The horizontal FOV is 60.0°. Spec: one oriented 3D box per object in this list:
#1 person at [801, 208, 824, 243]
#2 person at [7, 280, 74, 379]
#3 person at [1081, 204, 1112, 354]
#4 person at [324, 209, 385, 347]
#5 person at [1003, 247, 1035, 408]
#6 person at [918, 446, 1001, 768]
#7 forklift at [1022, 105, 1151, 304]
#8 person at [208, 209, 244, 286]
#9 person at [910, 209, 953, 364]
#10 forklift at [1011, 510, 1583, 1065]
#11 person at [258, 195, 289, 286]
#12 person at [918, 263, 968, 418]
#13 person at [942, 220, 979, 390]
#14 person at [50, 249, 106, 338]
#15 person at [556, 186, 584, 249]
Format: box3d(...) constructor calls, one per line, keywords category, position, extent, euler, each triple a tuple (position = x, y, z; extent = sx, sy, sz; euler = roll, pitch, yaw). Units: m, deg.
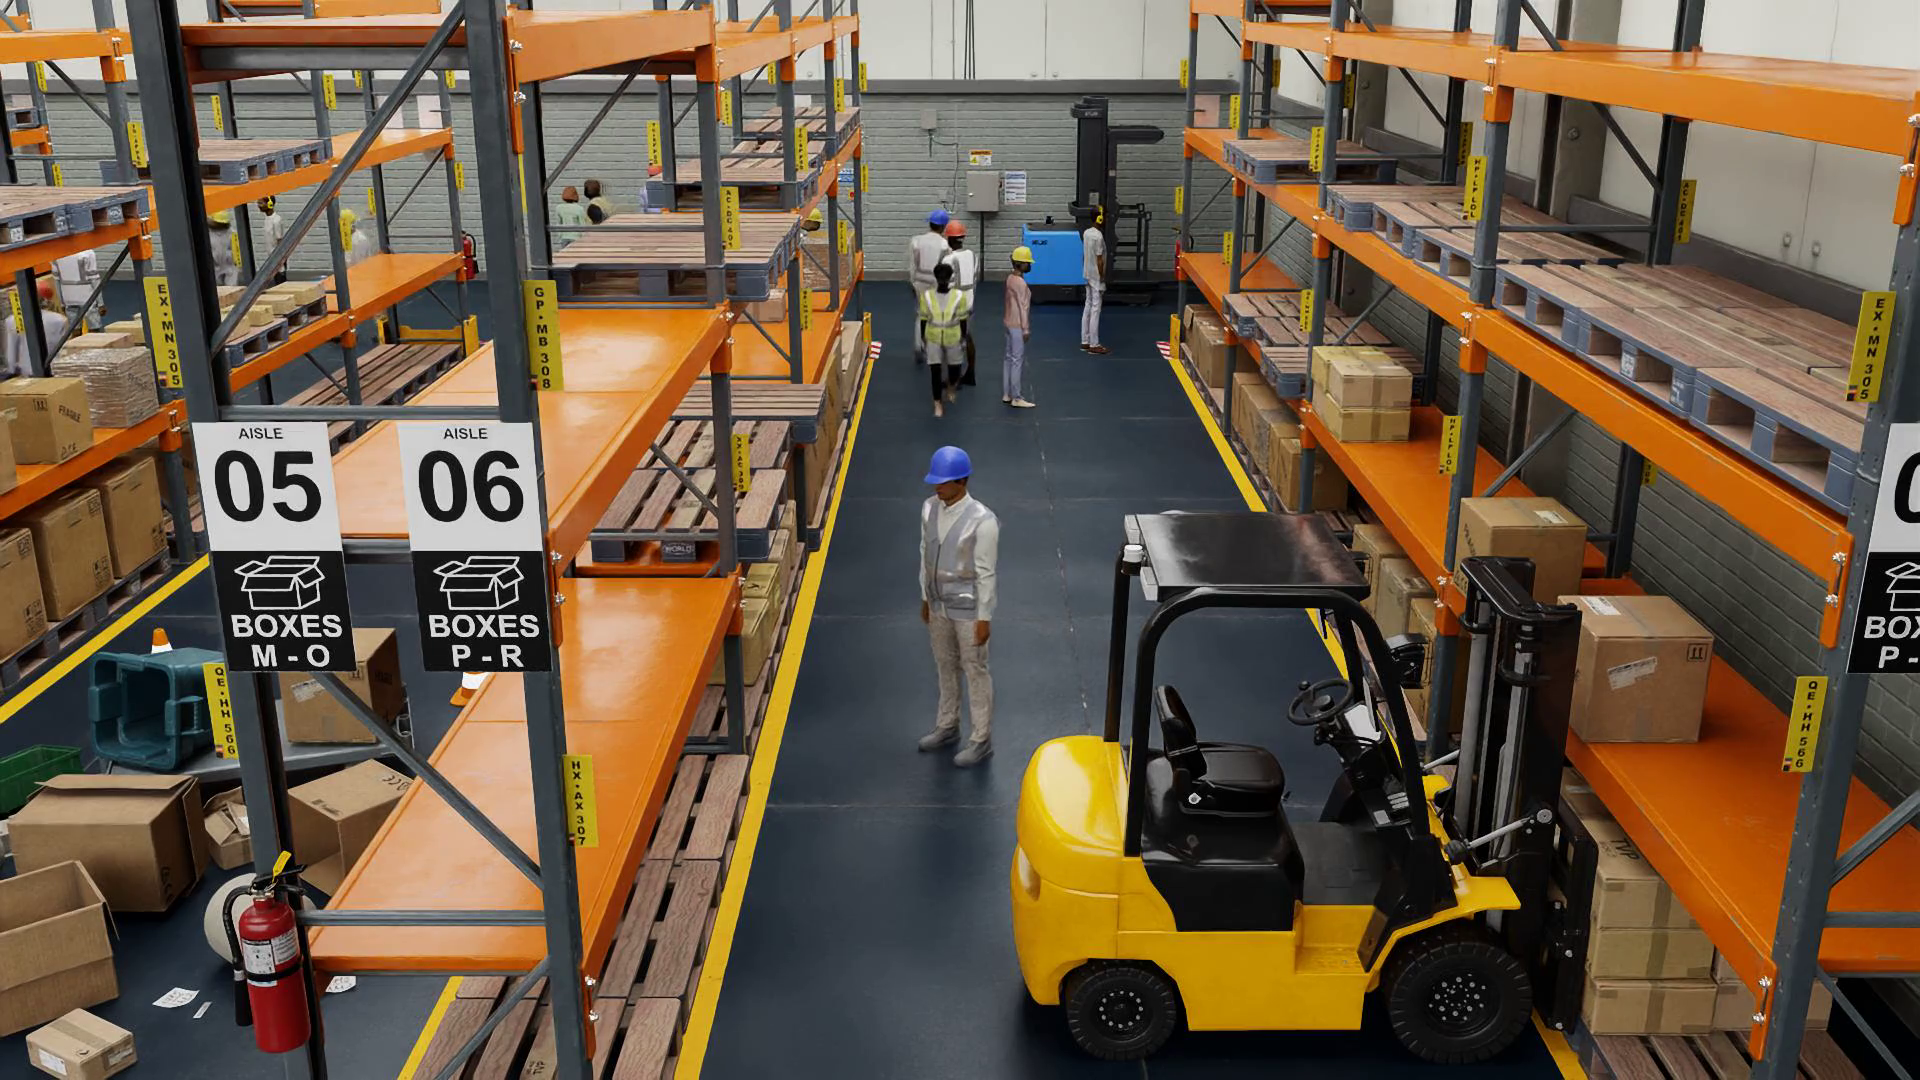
box3d(category="person", position=(-1.924, -3.475, 21.804), extent=(0.323, 1.731, 0.490), euler=(-1, 18, -2))
box3d(category="person", position=(-9.051, -1.706, 16.464), extent=(0.603, 1.719, 0.433), euler=(-5, 19, -14))
box3d(category="person", position=(1.724, -3.296, 21.042), extent=(0.329, 1.872, 0.509), euler=(-7, 19, -19))
box3d(category="person", position=(-7.828, -3.376, 21.436), extent=(0.604, 1.766, 0.964), euler=(14, 23, 36))
box3d(category="person", position=(0.652, -2.348, 18.346), extent=(0.329, 1.763, 0.523), euler=(-5, 19, -15))
box3d(category="person", position=(-0.021, 0.380, 9.815), extent=(0.407, 1.941, 0.603), euler=(-17, 25, -41))
box3d(category="forklift", position=(1.857, -4.944, 24.441), extent=(1.873, 2.768, 1.129), euler=(0, 18, 0))
box3d(category="person", position=(-9.892, -3.640, 22.378), extent=(0.504, 1.685, 0.867), euler=(-7, 20, -20))
box3d(category="person", position=(-0.344, -3.106, 20.421), extent=(0.619, 1.901, 0.846), euler=(5, 19, 15))
box3d(category="forklift", position=(1.387, 1.055, 7.378), extent=(2.313, 2.155, 1.214), euler=(0, 18, 0))
box3d(category="person", position=(-9.260, -3.788, 22.556), extent=(0.328, 1.861, 0.514), euler=(-12, 22, -33))
box3d(category="person", position=(-0.183, -2.179, 17.961), extent=(0.532, 1.679, 0.482), euler=(0, 18, 0))
box3d(category="person", position=(-0.032, -2.706, 19.153), extent=(0.374, 1.934, 0.552), euler=(15, 23, 38))
box3d(category="person", position=(-10.301, -2.816, 19.503), extent=(0.543, 1.929, 0.387), euler=(1, 18, 4))
box3d(category="person", position=(-5.861, -4.533, 25.167), extent=(0.500, 1.627, 0.279), euler=(7, 20, 20))
